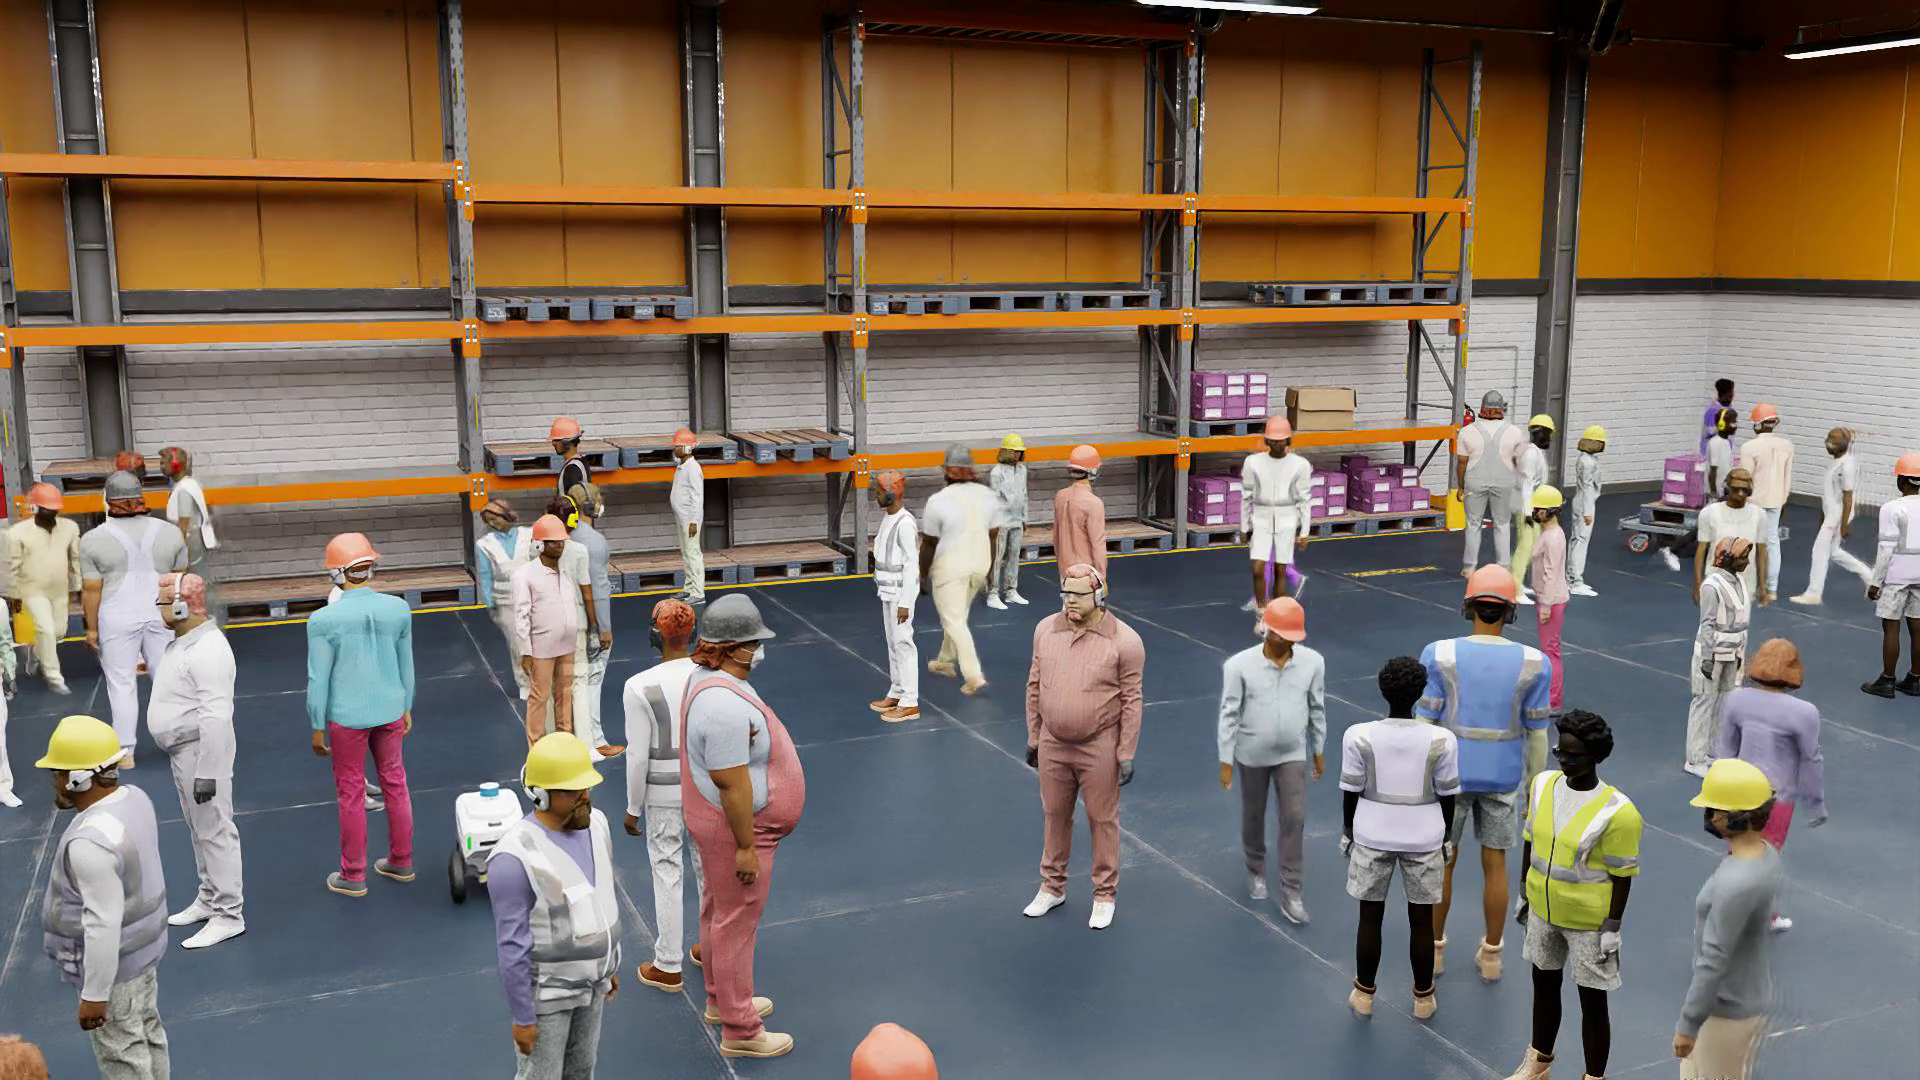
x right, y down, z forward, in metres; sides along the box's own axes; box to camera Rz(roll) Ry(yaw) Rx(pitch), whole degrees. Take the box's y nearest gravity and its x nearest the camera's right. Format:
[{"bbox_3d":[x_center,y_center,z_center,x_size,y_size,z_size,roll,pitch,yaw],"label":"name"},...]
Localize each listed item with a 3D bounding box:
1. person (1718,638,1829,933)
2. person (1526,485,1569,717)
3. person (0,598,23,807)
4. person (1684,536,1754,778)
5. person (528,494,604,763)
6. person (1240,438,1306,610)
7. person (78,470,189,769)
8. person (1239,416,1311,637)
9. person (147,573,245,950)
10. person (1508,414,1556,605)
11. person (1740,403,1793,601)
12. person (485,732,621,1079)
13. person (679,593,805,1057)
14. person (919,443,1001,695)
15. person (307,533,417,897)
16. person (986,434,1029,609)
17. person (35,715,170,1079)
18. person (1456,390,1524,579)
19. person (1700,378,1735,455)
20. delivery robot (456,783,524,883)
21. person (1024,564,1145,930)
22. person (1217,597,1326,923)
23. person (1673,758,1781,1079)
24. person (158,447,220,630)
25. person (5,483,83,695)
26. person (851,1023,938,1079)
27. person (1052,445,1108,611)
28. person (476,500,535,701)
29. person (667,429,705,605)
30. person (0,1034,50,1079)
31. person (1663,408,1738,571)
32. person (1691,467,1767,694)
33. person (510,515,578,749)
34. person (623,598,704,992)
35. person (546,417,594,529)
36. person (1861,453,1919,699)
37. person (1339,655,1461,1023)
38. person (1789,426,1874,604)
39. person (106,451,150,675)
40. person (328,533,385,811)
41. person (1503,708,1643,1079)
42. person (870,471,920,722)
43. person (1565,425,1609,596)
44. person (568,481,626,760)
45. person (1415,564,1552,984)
[{"bbox_3d":[3.978,1.280,8.303,0.797,1.600,0.500,-4,11,-24],"label":"person"},{"bbox_3d":[4.427,0.459,12.593,0.344,1.758,0.520,3,10,16],"label":"person"},{"bbox_3d":[-6.147,0.913,10.347,0.318,1.630,0.513,9,13,41],"label":"person"},{"bbox_3d":[5.078,0.778,11.115,0.514,1.634,0.312,-8,13,-39],"label":"person"},{"bbox_3d":[-2.685,0.617,11.371,0.518,1.865,0.326,4,11,20],"label":"person"},{"bbox_3d":[3.094,-0.165,16.282,0.657,1.721,0.558,-3,10,-16],"label":"person"},{"bbox_3d":[-5.654,0.527,11.378,0.689,2.000,0.539,-9,13,-42],"label":"person"},{"bbox_3d":[2.848,-0.107,15.069,0.644,2.022,0.641,2,10,14],"label":"person"},{"bbox_3d":[-3.890,1.103,8.456,0.408,1.906,0.642,-7,12,-35],"label":"person"},{"bbox_3d":[5.670,-0.311,16.652,0.429,1.891,0.717,5,11,27],"label":"person"},{"bbox_3d":[8.052,-0.381,16.748,0.623,1.989,0.400,-3,10,-16],"label":"person"},{"bbox_3d":[-1.411,1.573,5.947,0.404,1.834,0.591,4,11,22],"label":"person"},{"bbox_3d":[-0.951,1.229,7.334,0.537,2.000,0.682,-3,10,-18],"label":"person"},{"bbox_3d":[-0.011,0.183,13.360,0.691,2.000,1.008,-8,13,-39],"label":"person"},{"bbox_3d":[-3.278,0.948,9.116,0.407,1.987,0.615,8,13,40],"label":"person"},{"bbox_3d":[0.496,-0.188,16.388,0.343,1.735,0.484,9,13,43],"label":"person"},{"bbox_3d":[-3.150,1.538,6.151,0.403,1.832,0.594,-2,10,-12],"label":"person"},{"bbox_3d":[5.654,-0.594,17.836,0.682,2.000,0.536,2,10,13],"label":"person"},{"bbox_3d":[9.626,-1.115,21.177,0.467,1.922,0.699,9,13,43],"label":"person"},{"bbox_3d":[-2.603,1.593,9.241,0.477,0.478,0.707,-4,10,-20],"label":"delivery robot"},{"bbox_3d":[0.621,1.065,8.660,0.639,1.910,0.406,5,11,27],"label":"person"},{"bbox_3d":[1.666,1.140,8.768,0.605,1.706,0.805,-1,10,-4],"label":"person"},{"bbox_3d":[2.669,1.626,5.891,0.474,1.755,0.557,7,12,34],"label":"person"},{"bbox_3d":[-6.833,0.100,14.482,0.711,1.821,0.570,-6,11,-31],"label":"person"},{"bbox_3d":[-7.338,0.363,13.300,0.715,1.710,0.569,7,12,34],"label":"person"},{"bbox_3d":[-0.140,1.971,3.890,0.572,1.749,0.330,-8,13,-38],"label":"person"},{"bbox_3d":[0.972,0.242,13.145,0.378,1.995,0.622,-6,11,-30],"label":"person"},{"bbox_3d":[-3.438,0.476,12.932,0.592,1.607,0.390,-3,10,-16],"label":"person"},{"bbox_3d":[-2.732,-0.231,16.570,0.334,1.749,0.575,-4,11,-23],"label":"person"},{"bbox_3d":[-2.340,1.995,4.179,0.511,1.595,0.796,2,10,14],"label":"person"},{"bbox_3d":[8.129,-0.514,17.974,0.850,1.841,0.525,8,13,40],"label":"person"},{"bbox_3d":[6.026,0.339,13.032,0.518,1.842,0.341,1,10,6],"label":"person"},{"bbox_3d":[-2.741,0.697,11.210,0.318,1.756,0.563,7,12,36],"label":"person"},{"bbox_3d":[-1.338,1.206,7.922,0.575,1.883,0.355,-9,13,-41],"label":"person"},{"bbox_3d":[-3.474,-0.081,14.878,0.394,2.039,0.614,-1,10,-8],"label":"person"},{"bbox_3d":[7.409,0.283,13.080,0.543,1.939,0.360,-2,10,-11],"label":"person"},{"bbox_3d":[1.986,1.360,7.562,0.531,1.697,0.320,2,10,12],"label":"person"},{"bbox_3d":[8.714,-0.227,16.408,0.773,1.807,0.522,3,10,18],"label":"person"},{"bbox_3d":[-6.826,0.195,13.758,0.436,1.870,0.611,-9,13,-42],"label":"person"},{"bbox_3d":[-3.796,0.821,10.503,0.337,1.753,0.564,-2,10,-13],"label":"person"},{"bbox_3d":[2.470,1.506,6.725,0.318,1.698,0.534,-6,12,-31],"label":"person"},{"bbox_3d":[-0.478,0.415,12.472,0.337,1.881,0.584,-3,10,-16],"label":"person"},{"bbox_3d":[6.440,-0.311,17.073,0.323,1.739,0.489,2,10,14],"label":"person"},{"bbox_3d":[-2.594,0.555,11.506,0.353,1.938,0.634,-8,13,-39],"label":"person"},{"bbox_3d":[2.487,1.121,7.998,0.615,2.030,0.409,2,10,10],"label":"person"}]
